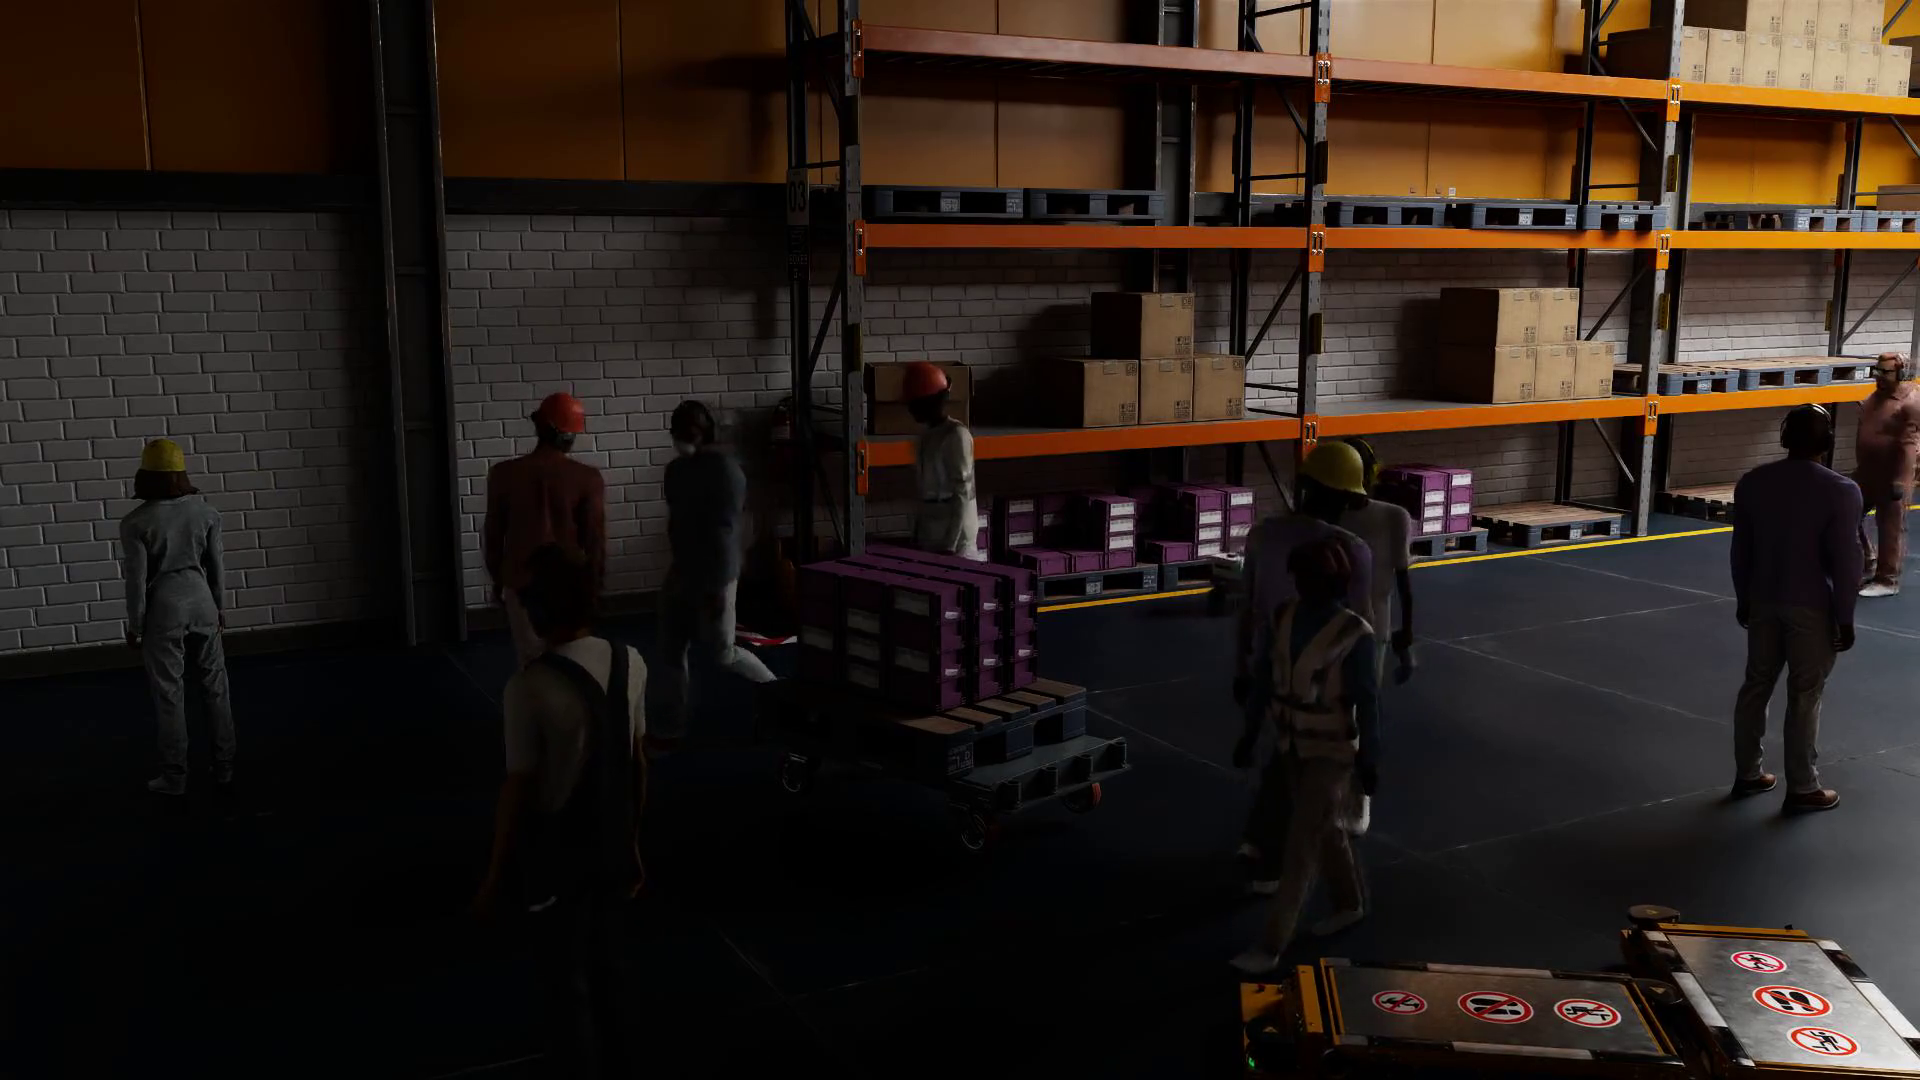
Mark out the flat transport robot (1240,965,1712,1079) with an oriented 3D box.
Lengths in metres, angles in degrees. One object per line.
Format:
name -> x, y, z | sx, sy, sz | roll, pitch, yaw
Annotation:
flat transport robot -> 1.638, 1.593, 5.363 | 1.431, 0.197, 0.652 | 1, 10, 8

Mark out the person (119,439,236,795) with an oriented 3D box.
person -> -3.841, 0.373, 8.149 | 0.296, 1.745, 0.484 | 9, 13, 41

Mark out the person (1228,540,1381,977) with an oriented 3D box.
person -> 1.289, 0.790, 6.206 | 0.844, 1.596, 0.519 | -6, 11, -30

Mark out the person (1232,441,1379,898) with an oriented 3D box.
person -> 1.391, 0.540, 6.766 | 0.461, 1.894, 0.600 | -7, 12, -36

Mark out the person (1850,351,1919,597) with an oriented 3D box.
person -> 7.022, -0.488, 12.680 | 0.446, 1.890, 0.648 | -2, 10, -14

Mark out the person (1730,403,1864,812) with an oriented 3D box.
person -> 3.966, 0.318, 7.908 | 0.367, 1.940, 0.634 | -6, 11, -30

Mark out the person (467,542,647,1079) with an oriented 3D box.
person -> -1.119, 0.915, 4.756 | 0.371, 1.843, 0.530 | 5, 11, 28

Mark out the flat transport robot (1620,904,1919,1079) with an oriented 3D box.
flat transport robot -> 2.698, 1.572, 5.485 | 0.652, 0.197, 1.431 | 1, 10, 8

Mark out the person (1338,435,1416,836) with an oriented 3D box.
person -> 1.741, 0.450, 7.408 | 0.554, 1.848, 0.386 | 5, 11, 24

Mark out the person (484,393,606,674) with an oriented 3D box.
person -> -2.128, 0.208, 8.591 | 0.603, 1.925, 0.967 | -3, 10, -15

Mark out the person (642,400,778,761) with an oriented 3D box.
person -> -1.292, 0.197, 8.742 | 0.631, 1.904, 0.832 | 9, 13, 43

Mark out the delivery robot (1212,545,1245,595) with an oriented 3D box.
delivery robot -> 2.210, 0.196, 12.322 | 0.707, 0.478, 0.477 | -6, 12, -31

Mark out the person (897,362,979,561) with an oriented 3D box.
person -> -0.033, -0.012, 9.604 | 0.615, 2.013, 0.830 | -5, 11, -24
